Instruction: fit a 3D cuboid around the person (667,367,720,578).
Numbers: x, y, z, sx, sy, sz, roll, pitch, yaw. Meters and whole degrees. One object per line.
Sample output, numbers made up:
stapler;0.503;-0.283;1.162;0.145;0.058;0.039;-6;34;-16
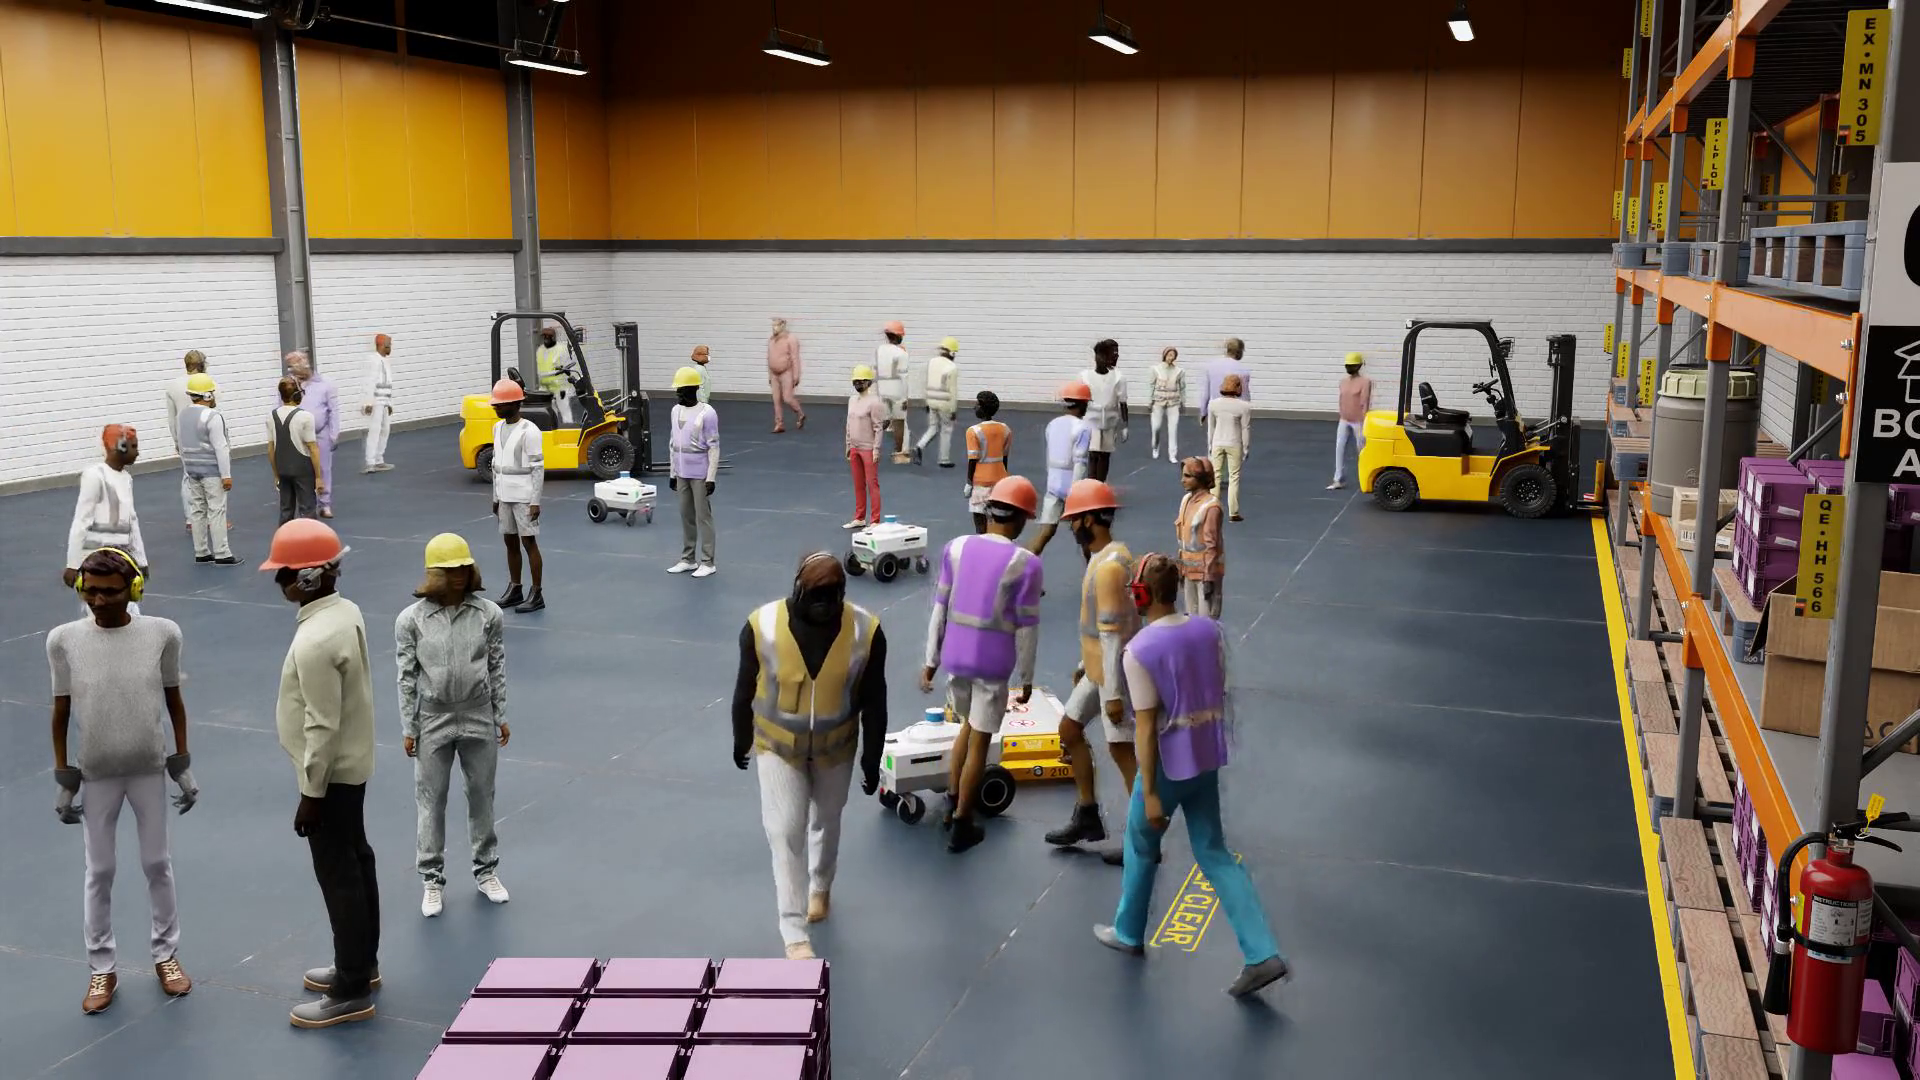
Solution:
person;-2.460;-0.623;15.245;0.594;1.926;0.368;8;13;39

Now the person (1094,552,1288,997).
person;0.930;0.950;6.802;0.562;1.794;0.948;-8;13;-39

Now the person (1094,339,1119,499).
person;1.711;-1.449;19.933;0.370;1.915;0.597;2;10;10

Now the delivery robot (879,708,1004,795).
delivery robot;-0.134;1.143;8.903;0.707;0.478;0.477;-5;11;-24

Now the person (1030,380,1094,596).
person;0.889;-0.453;14.466;1.066;1.876;0.558;-9;13;-41

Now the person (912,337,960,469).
person;-0.287;-1.818;22.355;0.632;1.799;0.643;10;14;43

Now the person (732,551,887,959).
person;-0.642;0.900;7.135;0.656;1.763;0.990;-2;10;-10

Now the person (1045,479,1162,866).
person;0.699;0.649;8.181;0.667;1.892;0.577;1;10;4

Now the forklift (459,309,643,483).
forklift;-5.354;-1.902;21.697;2.313;2.155;1.214;-2;10;-13

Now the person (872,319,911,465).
person;-0.977;-2.006;22.780;0.621;2.021;0.693;7;12;36

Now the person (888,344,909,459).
person;-0.871;-1.964;23.624;0.268;1.632;0.507;-2;10;-11

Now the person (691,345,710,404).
person;-3.604;-1.907;23.305;0.284;1.633;0.500;-1;10;-8

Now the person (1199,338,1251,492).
person;3.321;-1.530;20.443;0.878;1.895;0.644;-7;12;-35

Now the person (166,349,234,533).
person;-8.029;-1.037;17.549;0.634;1.936;0.351;3;10;14

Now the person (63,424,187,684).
person;-5.657;0.145;11.190;0.846;1.829;0.658;-2;10;-10

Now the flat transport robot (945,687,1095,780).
flat transport robot;0.331;1.134;10.016;0.652;0.197;1.431;-2;10;-9

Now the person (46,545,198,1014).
person;-3.335;0.938;6.639;0.517;1.865;0.328;-5;11;-28

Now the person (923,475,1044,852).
person;0.133;0.623;8.357;0.606;1.880;0.573;6;12;32

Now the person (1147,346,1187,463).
person;2.893;-1.896;23.258;0.553;1.625;0.514;0;10;-1

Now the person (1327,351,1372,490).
person;4.938;-1.494;20.701;0.773;1.736;0.521;-8;13;-39

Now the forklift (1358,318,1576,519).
forklift;5.787;-1.437;19.079;2.313;2.155;1.214;3;11;19

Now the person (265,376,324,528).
person;-6.073;-0.580;15.239;0.508;1.846;0.345;2;10;13

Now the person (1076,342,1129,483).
person;1.652;-1.325;19.241;0.614;1.908;1.007;-1;10;-4

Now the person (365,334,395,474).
person;-7.796;-1.820;22.217;0.403;1.847;0.747;-1;10;-5

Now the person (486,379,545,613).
person;-3.686;-0.362;13.752;0.552;1.933;0.364;7;12;35

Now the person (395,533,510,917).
person;-2.294;0.832;7.575;0.493;1.743;0.295;-6;12;-29

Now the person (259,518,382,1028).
person;-2.477;0.895;6.511;0.379;1.994;0.611;-2;10;-10

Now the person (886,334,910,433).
person;-1.037;-2.536;26.828;0.308;1.641;0.515;-10;14;-44

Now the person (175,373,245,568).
person;-7.083;-0.655;15.686;0.591;1.837;0.403;5;11;27

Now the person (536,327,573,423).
person;-6.147;-2.269;24.876;0.655;1.791;0.972;5;11;26

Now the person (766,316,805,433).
person;-2.826;-2.666;26.831;0.680;1.897;0.543;7;12;34

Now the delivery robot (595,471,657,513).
delivery robot;-3.657;-0.507;18.197;0.707;0.478;0.477;7;12;34

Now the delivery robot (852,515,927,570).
delivery robot;-0.639;0.017;15.244;0.707;0.478;0.477;-10;14;-43

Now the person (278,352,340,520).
person;-7.121;-1.117;18.221;0.633;1.857;0.787;-3;11;-18

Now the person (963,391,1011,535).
person;0.244;-0.533;15.379;0.540;1.699;0.315;-10;14;-43

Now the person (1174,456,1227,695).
person;1.621;0.243;11.219;0.319;1.629;0.515;-3;11;-16

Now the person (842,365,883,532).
person;-1.037;-0.967;17.641;0.312;1.767;0.533;-9;13;-41

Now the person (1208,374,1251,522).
person;2.949;-1.008;18.273;0.493;1.624;0.280;6;12;29
